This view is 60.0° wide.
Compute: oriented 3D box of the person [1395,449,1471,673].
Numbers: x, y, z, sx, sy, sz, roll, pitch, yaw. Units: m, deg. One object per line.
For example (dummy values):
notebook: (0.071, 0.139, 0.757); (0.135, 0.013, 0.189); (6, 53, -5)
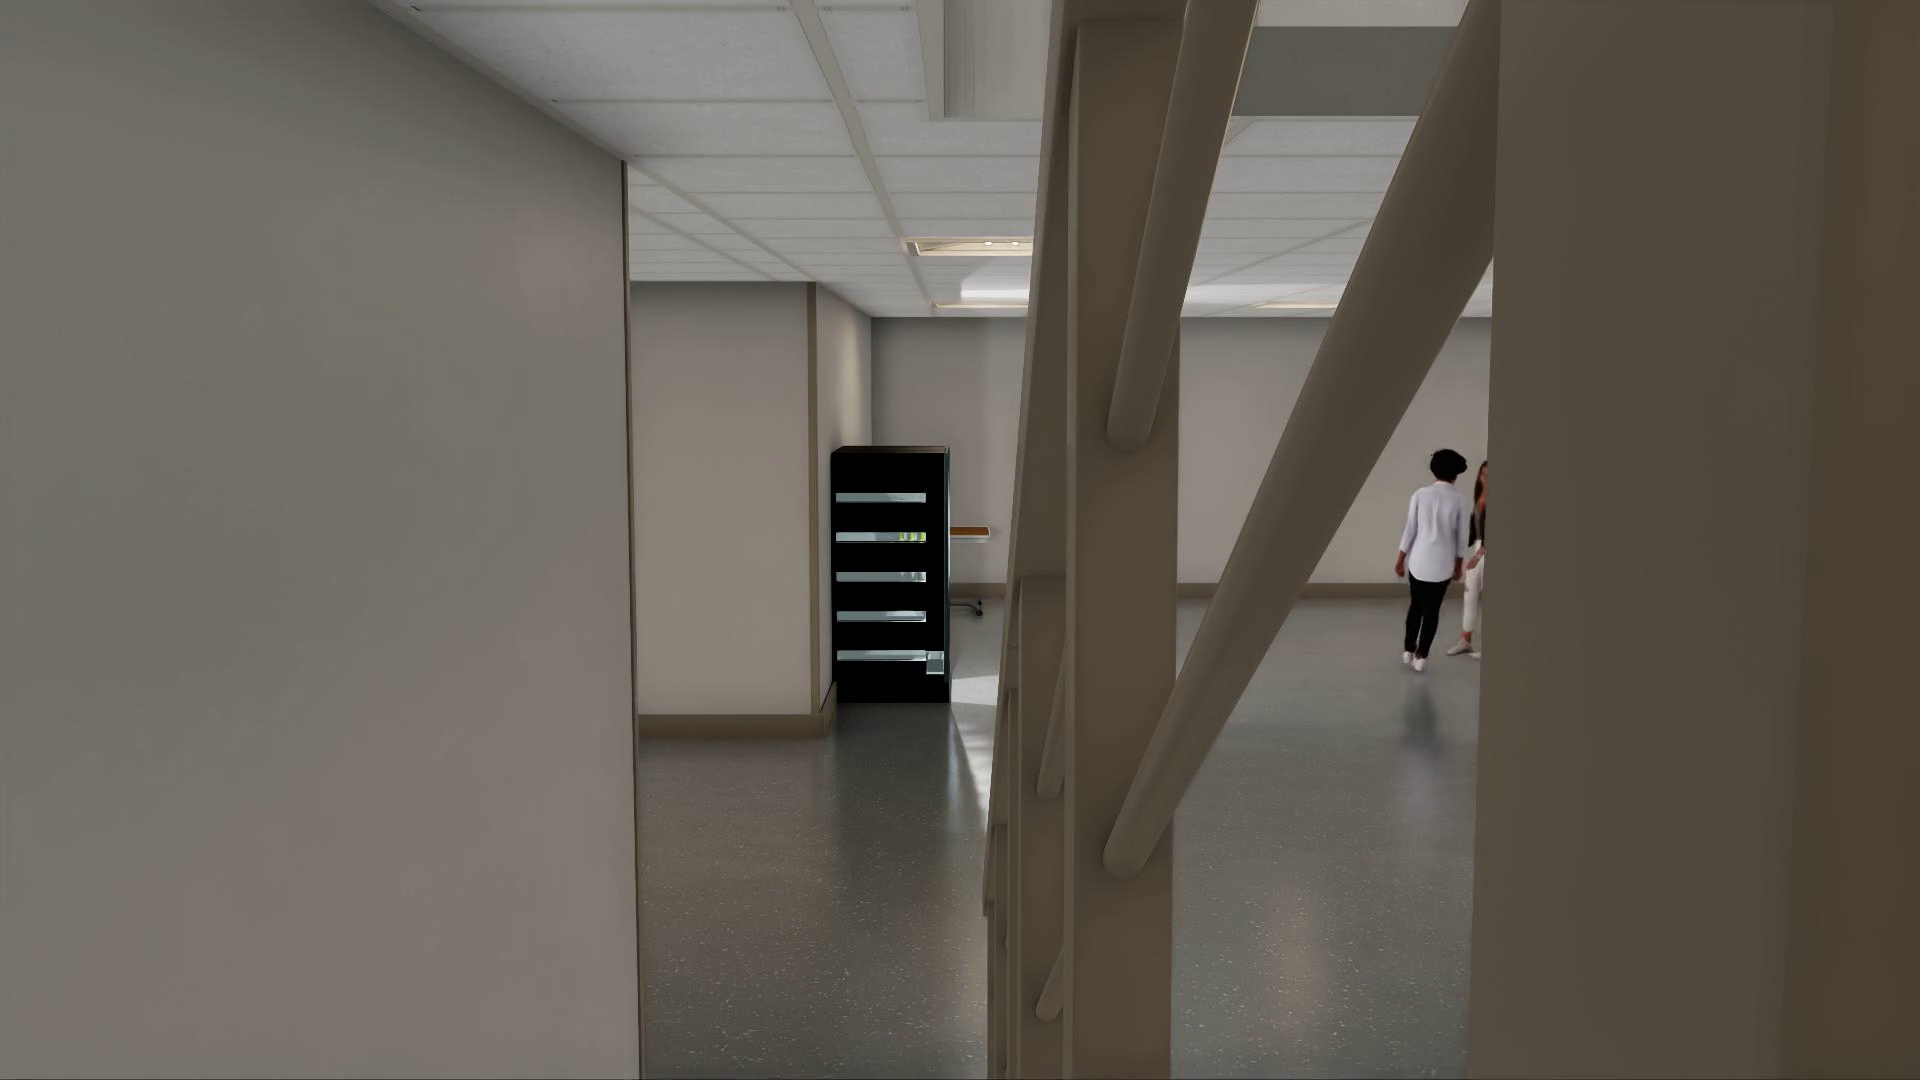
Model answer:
person: (3.793, 0.182, 13.321); (0.851, 1.777, 0.888); (1, 6, 14)

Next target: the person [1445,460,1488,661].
person: (4.479, 0.169, 13.902); (0.760, 1.686, 0.636); (0, 6, -2)
